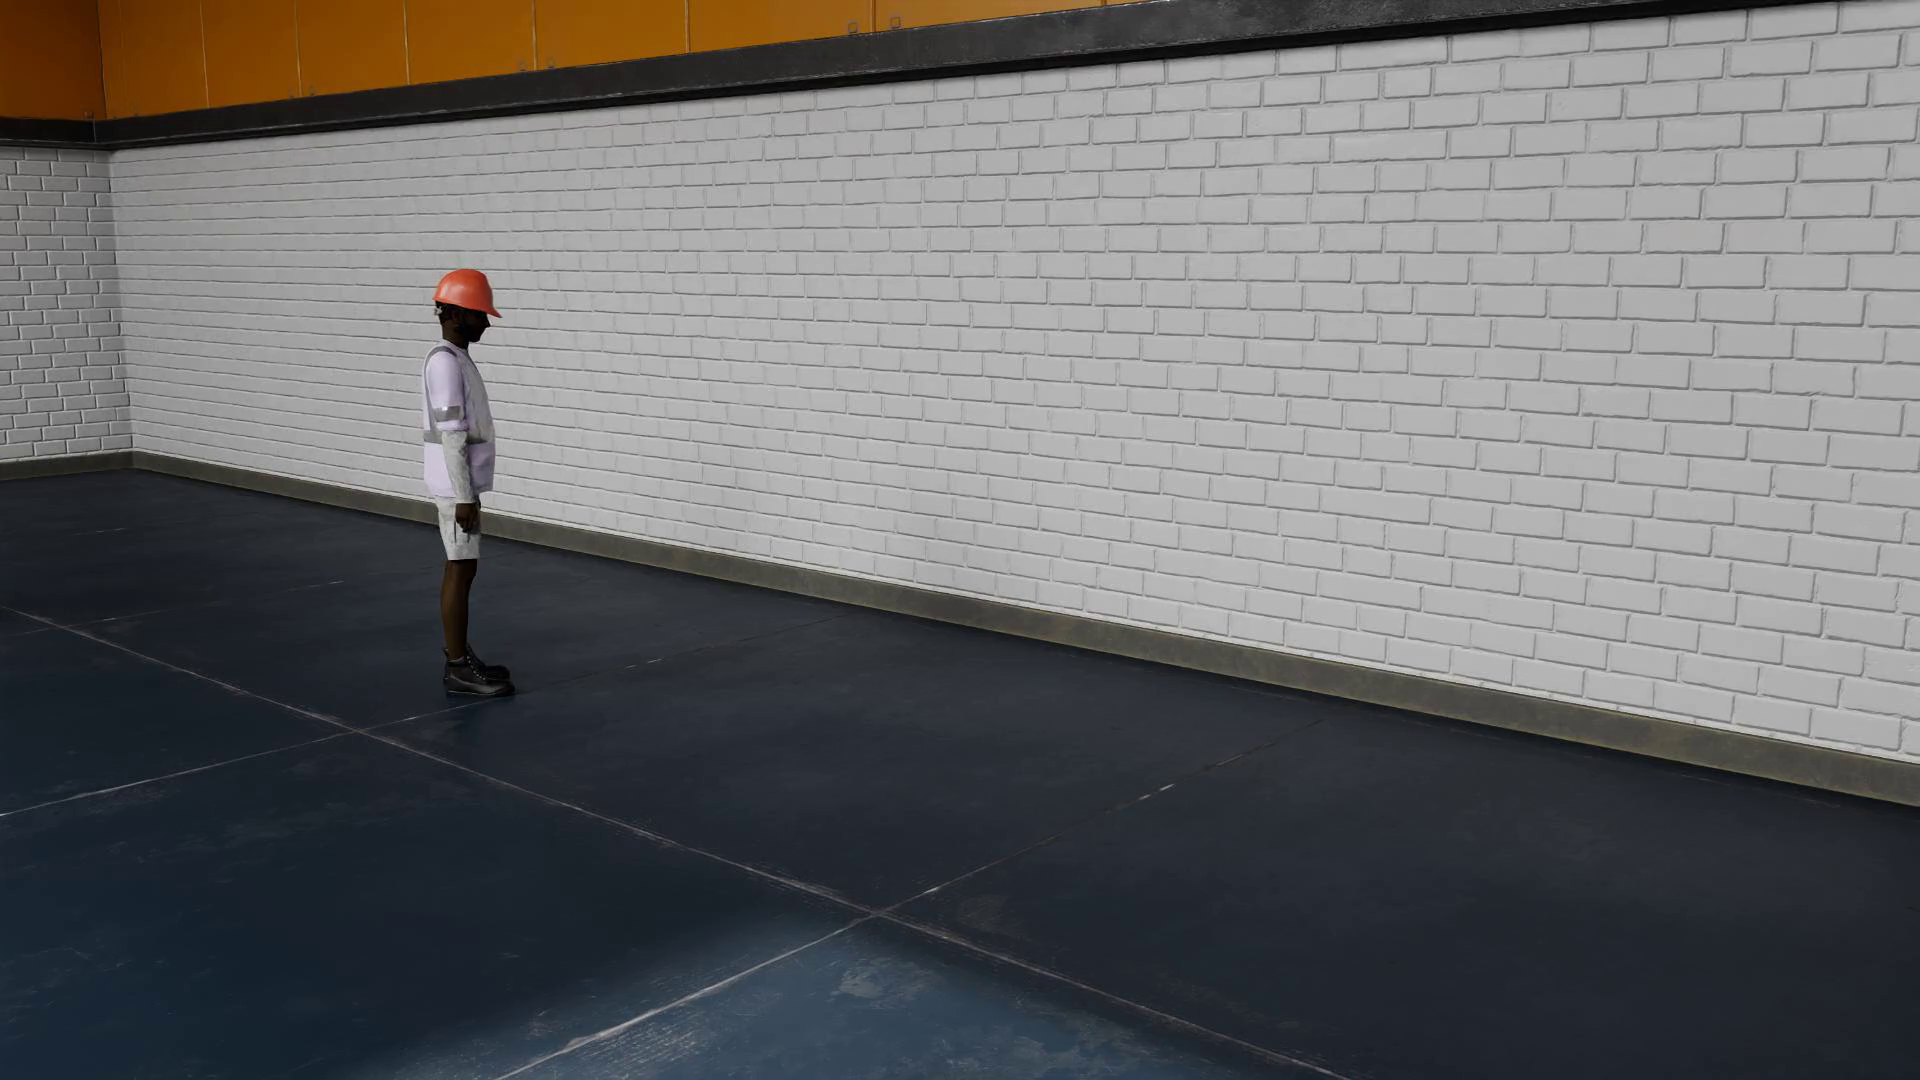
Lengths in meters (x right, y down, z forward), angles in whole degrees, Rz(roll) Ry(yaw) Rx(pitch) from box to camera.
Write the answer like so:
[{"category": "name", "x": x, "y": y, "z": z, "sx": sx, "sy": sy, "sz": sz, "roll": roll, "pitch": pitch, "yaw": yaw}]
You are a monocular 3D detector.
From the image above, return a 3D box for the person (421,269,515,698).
[{"category": "person", "x": -2.232, "y": -0.252, "z": 7.536, "sx": 0.369, "sy": 1.929, "sz": 0.542, "roll": -3, "pitch": 10, "yaw": -16}]
